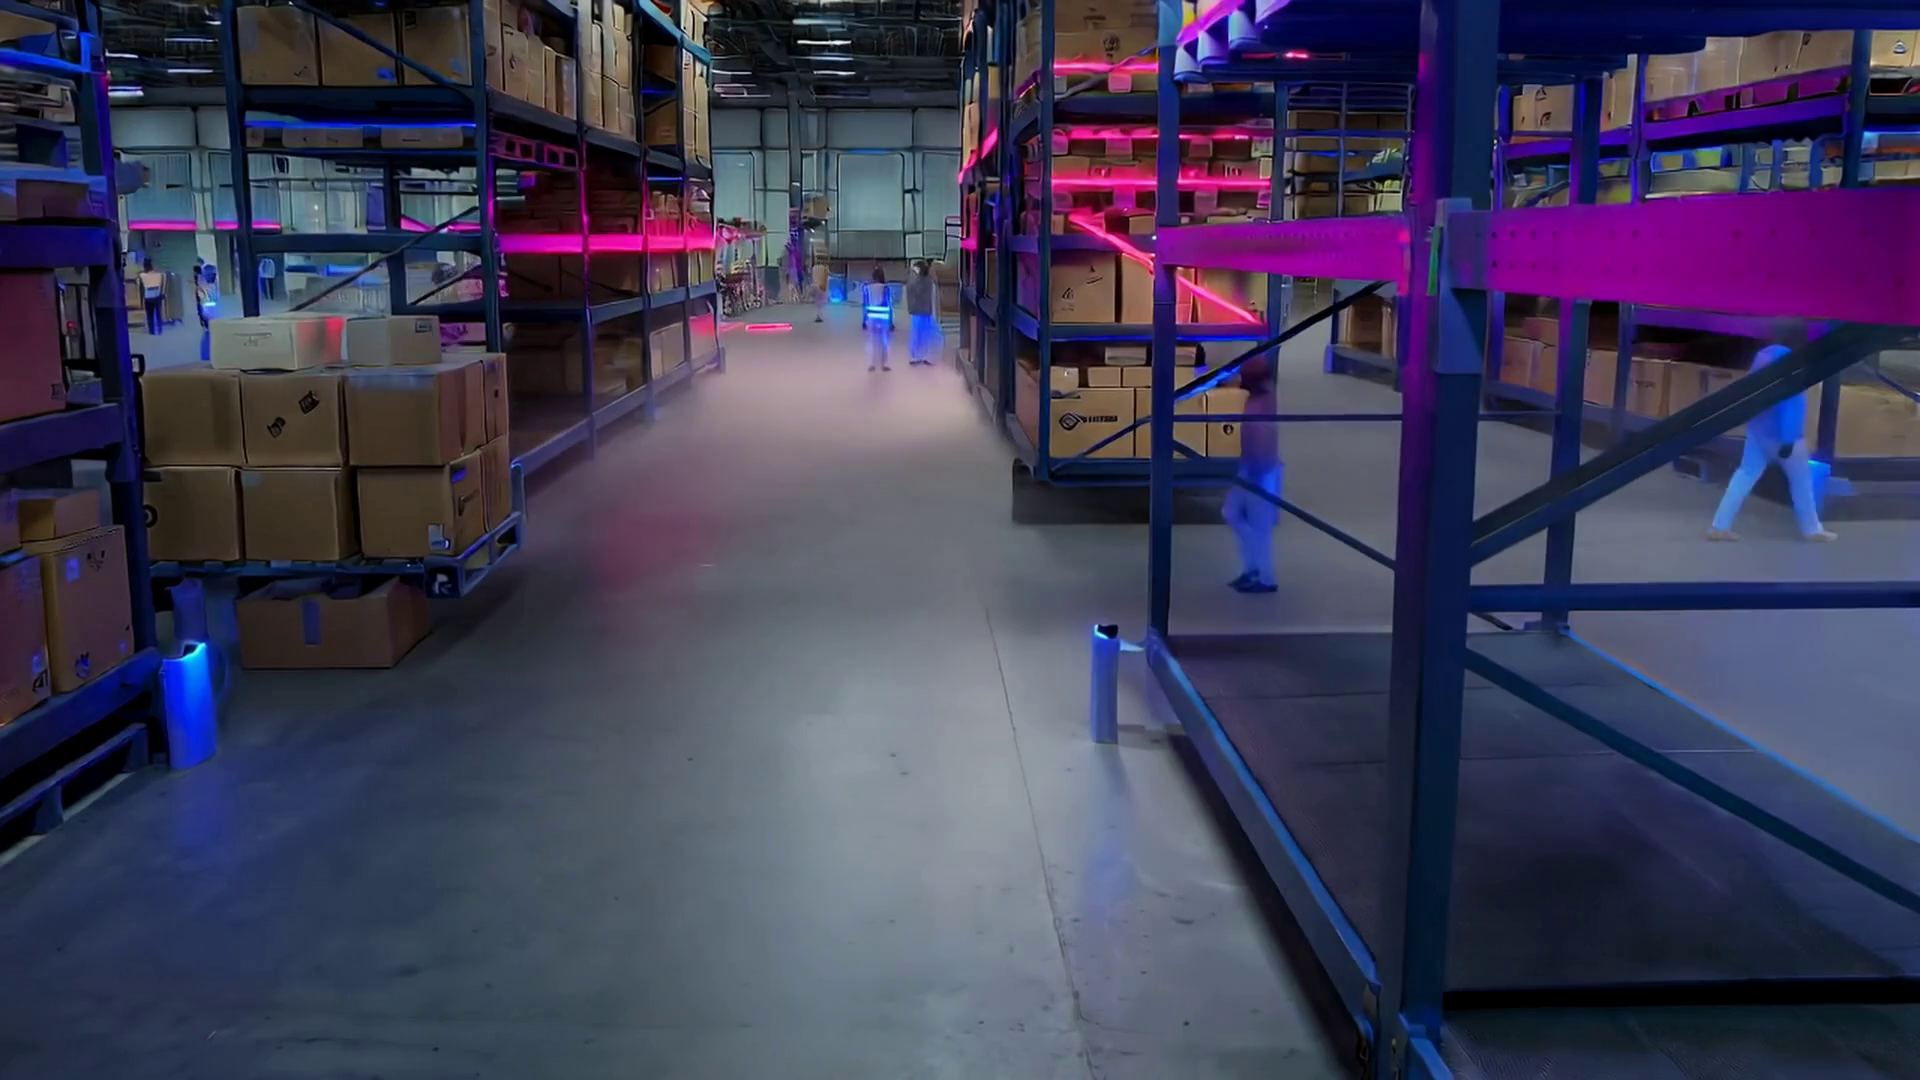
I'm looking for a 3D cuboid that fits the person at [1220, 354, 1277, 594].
[{"bbox_3d":[1.926,-0.435,11.045,0.440,1.614,0.529,0,10,1],"label":"person"}]

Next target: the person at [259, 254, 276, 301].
[{"bbox_3d":[-27.420,-10.455,65.868,0.632,1.992,0.397,-2,10,-10],"label":"person"}]

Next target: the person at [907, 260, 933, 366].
[{"bbox_3d":[-0.746,-4.290,31.493,0.388,1.990,0.623,9,13,41],"label":"person"}]

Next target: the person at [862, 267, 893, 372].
[{"bbox_3d":[-1.476,-3.954,29.926,0.573,1.883,0.359,2,10,12],"label":"person"}]

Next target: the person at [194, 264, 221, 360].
[{"bbox_3d":[-13.919,-4.154,30.887,0.357,1.938,0.545,2,10,13],"label":"person"}]

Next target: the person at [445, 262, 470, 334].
[{"bbox_3d":[-12.854,-6.060,41.827,0.922,1.838,0.540,-7,12,-35],"label":"person"}]

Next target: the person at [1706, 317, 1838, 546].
[{"bbox_3d":[6.285,-0.831,12.807,0.974,1.797,0.637,-2,10,-10],"label":"person"}]

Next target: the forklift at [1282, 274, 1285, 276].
[{"bbox_3d":[12.240,-10.302,62.509,1.129,2.768,1.873,0,10,-2],"label":"forklift"}]

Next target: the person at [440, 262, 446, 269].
[{"bbox_3d":[-17.556,-8.597,56.433,0.531,1.649,0.874,9,13,40],"label":"person"}]

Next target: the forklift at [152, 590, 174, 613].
[{"bbox_3d":[-5.858,-0.811,9.639,1.873,2.768,1.129,-1,10,-3],"label":"forklift"}]

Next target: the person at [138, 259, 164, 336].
[{"bbox_3d":[-20.247,-6.076,41.649,0.392,1.919,0.590,8,13,37],"label":"person"}]

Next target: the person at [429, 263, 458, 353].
[{"bbox_3d":[-10.290,-4.545,33.129,0.573,1.916,0.545,7,12,34],"label":"person"}]

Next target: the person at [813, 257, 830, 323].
[{"bbox_3d":[-4.001,-7.218,48.081,0.420,1.899,0.656,6,12,29],"label":"person"}]

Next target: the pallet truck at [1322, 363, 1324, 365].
[{"bbox_3d":[7.712,-4.157,30.737,1.885,1.965,0.823,3,11,16],"label":"pallet truck"}]

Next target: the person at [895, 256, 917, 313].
[{"bbox_3d":[-1.550,-8.187,53.544,1.028,1.867,0.666,-3,11,-18],"label":"person"}]

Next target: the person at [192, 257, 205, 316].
[{"bbox_3d":[-24.009,-8.019,52.652,0.569,1.860,0.316,-7,12,-34],"label":"person"}]
